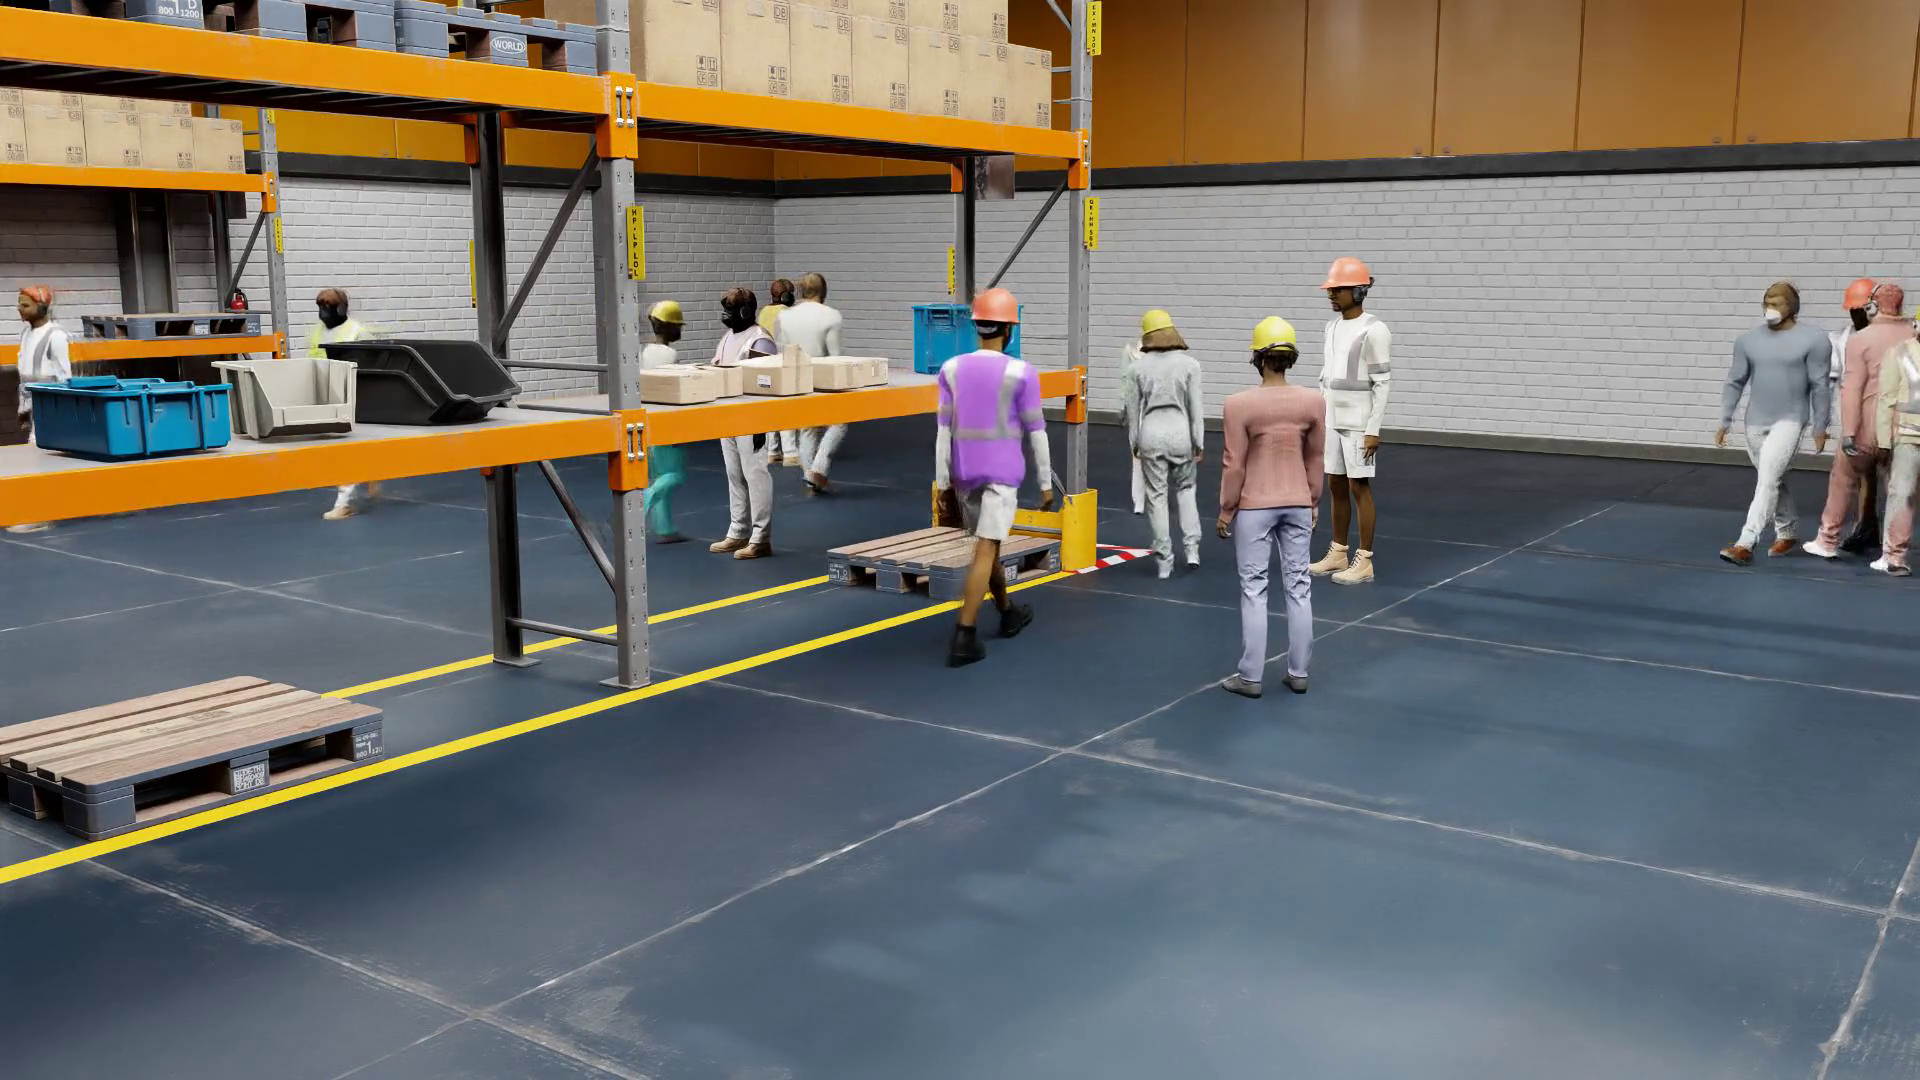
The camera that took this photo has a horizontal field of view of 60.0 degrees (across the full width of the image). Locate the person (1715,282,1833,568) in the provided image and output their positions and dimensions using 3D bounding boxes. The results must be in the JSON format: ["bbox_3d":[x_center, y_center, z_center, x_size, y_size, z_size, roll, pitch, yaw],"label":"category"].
[{"bbox_3d":[5.417,-0.774,11.125,1.043,1.882,0.654,-7,12,-34],"label":"person"}]

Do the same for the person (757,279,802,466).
[{"bbox_3d":[-1.752,-1.656,16.495,0.430,1.845,0.622,-7,12,-38],"label":"person"}]

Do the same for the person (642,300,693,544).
[{"bbox_3d":[-2.144,-0.812,11.764,0.517,1.748,0.530,-6,11,-32],"label":"person"}]

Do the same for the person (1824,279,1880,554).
[{"bbox_3d":[6.235,-0.855,11.552,0.903,1.888,0.553,-7,12,-36],"label":"person"}]

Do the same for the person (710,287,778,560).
[{"bbox_3d":[-1.488,-0.794,11.364,0.429,1.844,0.625,-7,12,-35],"label":"person"}]

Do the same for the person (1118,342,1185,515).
[{"bbox_3d":[1.549,-1.002,13.242,0.549,1.609,0.711,0,10,1],"label":"person"}]

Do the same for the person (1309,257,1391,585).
[{"bbox_3d":[2.417,-0.741,10.444,0.390,2.040,0.614,-4,10,-21],"label":"person"}]

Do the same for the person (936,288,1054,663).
[{"bbox_3d":[0.182,-0.346,8.574,0.570,1.881,1.012,5,11,28],"label":"person"}]

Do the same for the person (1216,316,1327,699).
[{"bbox_3d":[1.438,-0.146,7.721,0.523,1.770,0.315,-3,10,-16],"label":"person"}]

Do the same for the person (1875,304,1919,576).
[{"bbox_3d":[6.178,-0.663,10.664,0.602,1.817,0.403,0,10,-2],"label":"person"}]

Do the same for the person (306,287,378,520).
[{"bbox_3d":[-4.858,-1.093,13.209,0.636,1.820,0.706,4,10,22],"label":"person"}]

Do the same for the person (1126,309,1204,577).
[{"bbox_3d":[1.327,-0.628,10.751,0.515,1.712,0.552,1,10,8],"label":"person"}]

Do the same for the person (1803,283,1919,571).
[{"bbox_3d":[6.013,-0.746,10.984,0.648,1.866,0.902,-1,10,-4],"label":"person"}]

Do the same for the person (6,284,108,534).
[{"bbox_3d":[-6.840,-1.004,12.586,0.579,1.857,0.828,9,13,42],"label":"person"}]

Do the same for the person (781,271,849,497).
[{"bbox_3d":[-1.229,-1.315,14.189,0.660,1.928,0.420,6,11,32],"label":"person"}]
